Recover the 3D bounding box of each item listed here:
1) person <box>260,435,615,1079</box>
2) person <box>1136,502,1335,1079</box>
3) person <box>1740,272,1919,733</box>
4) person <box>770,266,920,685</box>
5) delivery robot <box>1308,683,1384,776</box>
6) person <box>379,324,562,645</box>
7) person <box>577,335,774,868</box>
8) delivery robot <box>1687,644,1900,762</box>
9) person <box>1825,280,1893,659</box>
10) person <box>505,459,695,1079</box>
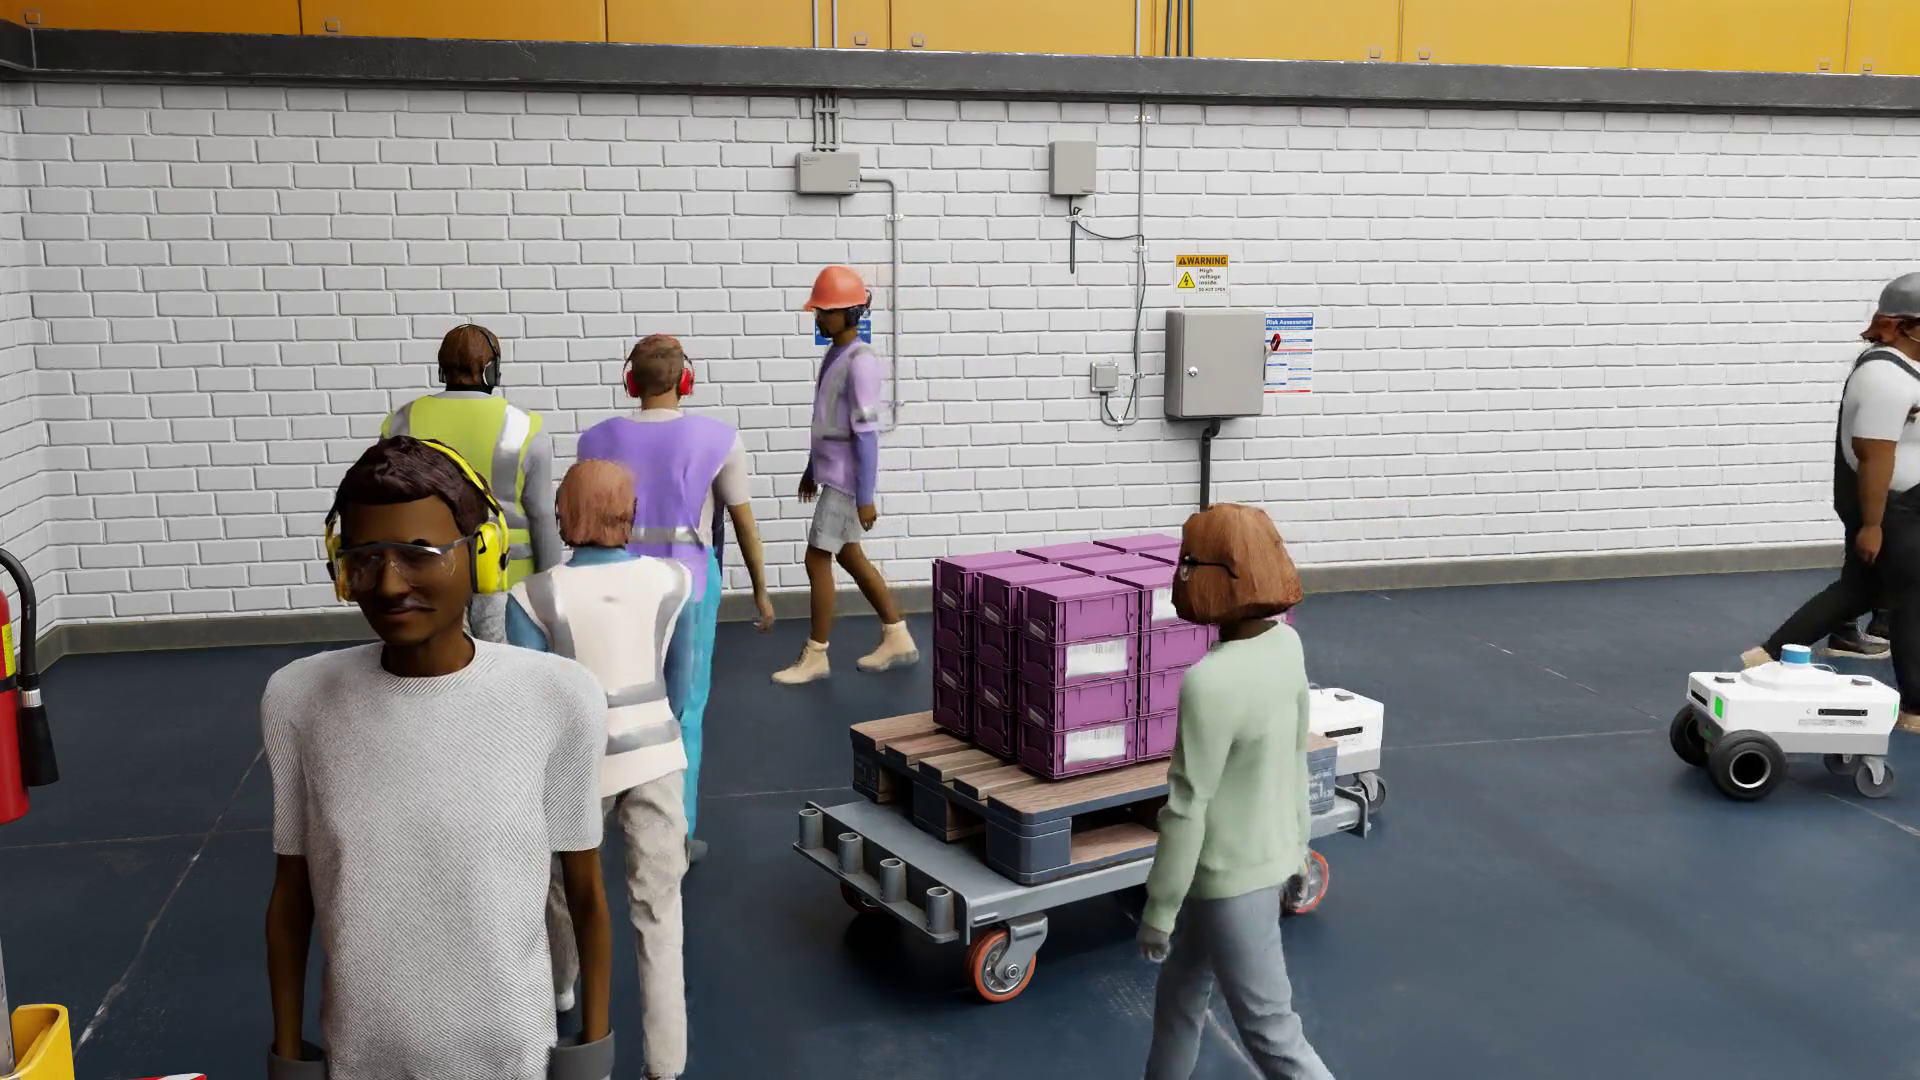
[{"bbox_3d":[-0.741,0.777,2.395,0.520,1.874,0.327,-1,10,-7],"label":"person"},{"bbox_3d":[0.602,0.713,3.520,0.839,1.593,0.511,6,12,29],"label":"person"},{"bbox_3d":[3.990,-0.187,7.264,0.914,2.000,0.684,5,11,25],"label":"person"},{"bbox_3d":[-0.555,-0.311,8.049,0.798,2.021,0.667,-3,11,-15],"label":"person"},{"bbox_3d":[1.212,0.712,6.143,0.707,0.478,0.477,-5,11,-27],"label":"delivery robot"},{"bbox_3d":[-1.731,0.148,5.993,0.622,1.838,0.429,0,10,2],"label":"person"},{"bbox_3d":[-0.971,0.196,5.818,0.644,1.803,0.866,1,10,5],"label":"person"},{"bbox_3d":[3.238,0.651,6.480,0.707,0.478,0.477,1,10,4],"label":"delivery robot"},{"bbox_3d":[4.776,-0.344,8.417,0.667,1.931,0.626,2,10,11],"label":"person"},{"bbox_3d":[-0.901,0.588,4.234,0.512,1.584,0.933,-5,11,-25],"label":"person"}]
